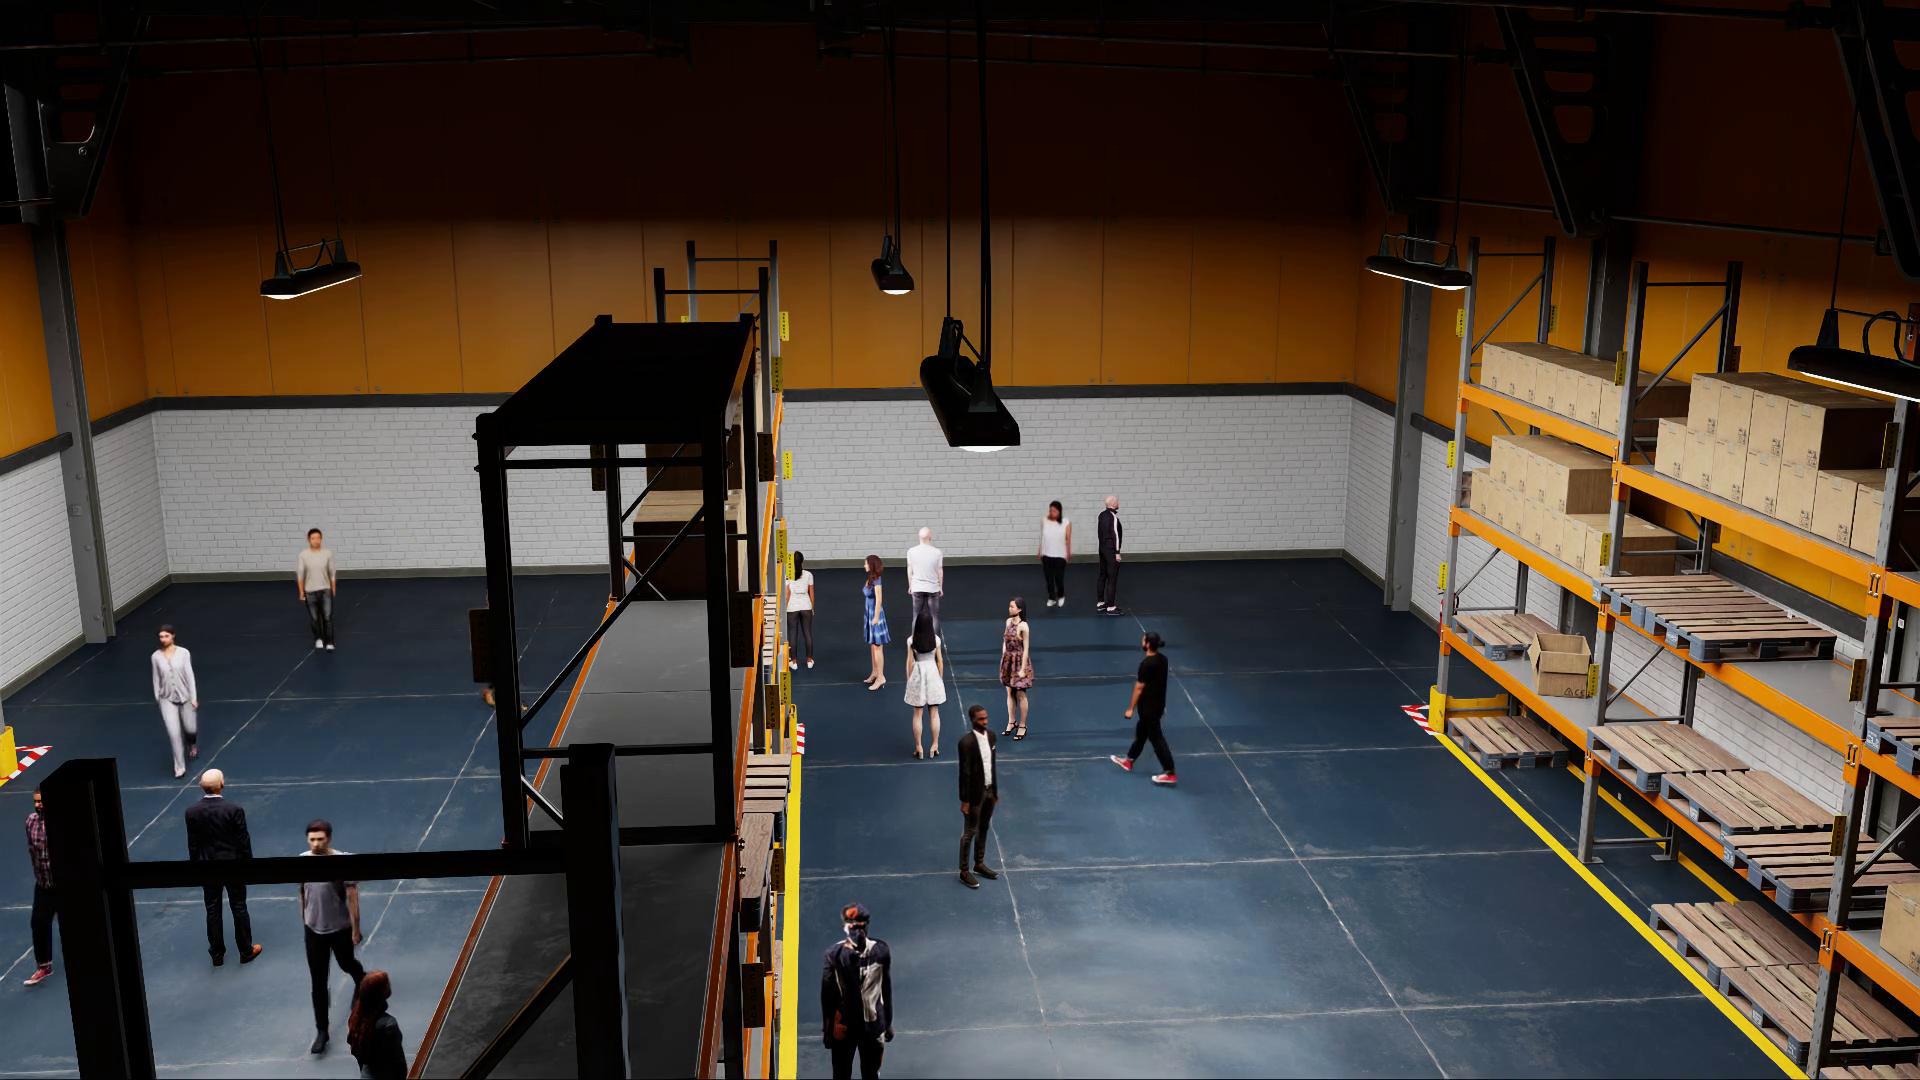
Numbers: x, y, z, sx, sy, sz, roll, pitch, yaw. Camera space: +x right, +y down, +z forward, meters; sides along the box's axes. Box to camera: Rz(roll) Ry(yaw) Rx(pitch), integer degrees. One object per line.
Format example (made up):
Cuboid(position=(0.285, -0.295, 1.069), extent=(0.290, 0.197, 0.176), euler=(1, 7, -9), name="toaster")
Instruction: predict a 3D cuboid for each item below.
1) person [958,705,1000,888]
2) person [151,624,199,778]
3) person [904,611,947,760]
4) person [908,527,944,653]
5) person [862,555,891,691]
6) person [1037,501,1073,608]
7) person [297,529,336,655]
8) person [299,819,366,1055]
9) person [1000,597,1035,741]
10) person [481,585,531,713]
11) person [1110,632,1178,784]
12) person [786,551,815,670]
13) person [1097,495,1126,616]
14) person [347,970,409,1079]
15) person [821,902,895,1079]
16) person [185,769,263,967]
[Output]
Cuboid(position=(0.174, 2.468, 16.216), extent=(0.783, 1.800, 0.730), euler=(12, 18, 40), name="person")
Cuboid(position=(-8.960, 1.802, 19.061), extent=(0.732, 1.755, 0.939), euler=(-4, 14, -18), name="person")
Cuboid(position=(-0.414, 1.688, 19.491), extent=(0.630, 1.774, 0.609), euler=(-1, 14, -5), name="person")
Cuboid(position=(-0.486, 0.710, 23.409), extent=(0.701, 1.832, 0.657), euler=(2, 14, 7), name="person")
Cuboid(position=(-1.143, 1.074, 21.961), extent=(0.759, 1.806, 0.555), euler=(-3, 14, -14), name="person")
Cuboid(position=(1.498, 0.199, 25.853), extent=(0.775, 1.675, 0.803), euler=(7, 15, 28), name="person")
Cuboid(position=(-9.101, 0.719, 23.516), extent=(0.891, 1.764, 1.202), euler=(-6, 15, -23), name="person")
Cuboid(position=(-5.070, 3.109, 13.489), extent=(0.764, 1.837, 1.224), euler=(0, 14, 0), name="person")
Cuboid(position=(0.674, 1.540, 20.102), extent=(0.856, 1.775, 0.776), euler=(-10, 17, -36), name="person")
Cuboid(position=(-5.880, 1.348, 21.092), extent=(1.043, 1.682, 1.123), euler=(7, 15, 26), name="person")
Cuboid(position=(2.217, 1.917, 18.670), extent=(1.120, 1.716, 1.147), euler=(8, 16, 30), name="person")
Cuboid(position=(-2.209, 0.952, 22.807), extent=(0.602, 1.645, 0.564), euler=(-4, 14, -14), name="person")
Cuboid(position=(2.280, 0.209, 25.465), extent=(0.802, 1.837, 0.645), euler=(-6, 15, -25), name="person")
Cuboid(position=(-3.886, 3.711, 11.202), extent=(0.667, 1.743, 0.698), euler=(7, 15, 27), name="person")
Cuboid(position=(-0.734, 3.470, 11.879), extent=(0.727, 1.893, 0.663), euler=(-4, 14, -17), name="person")
Cuboid(position=(-6.475, 2.862, 14.588), extent=(0.689, 1.800, 0.601), euler=(-2, 14, -10), name="person")
